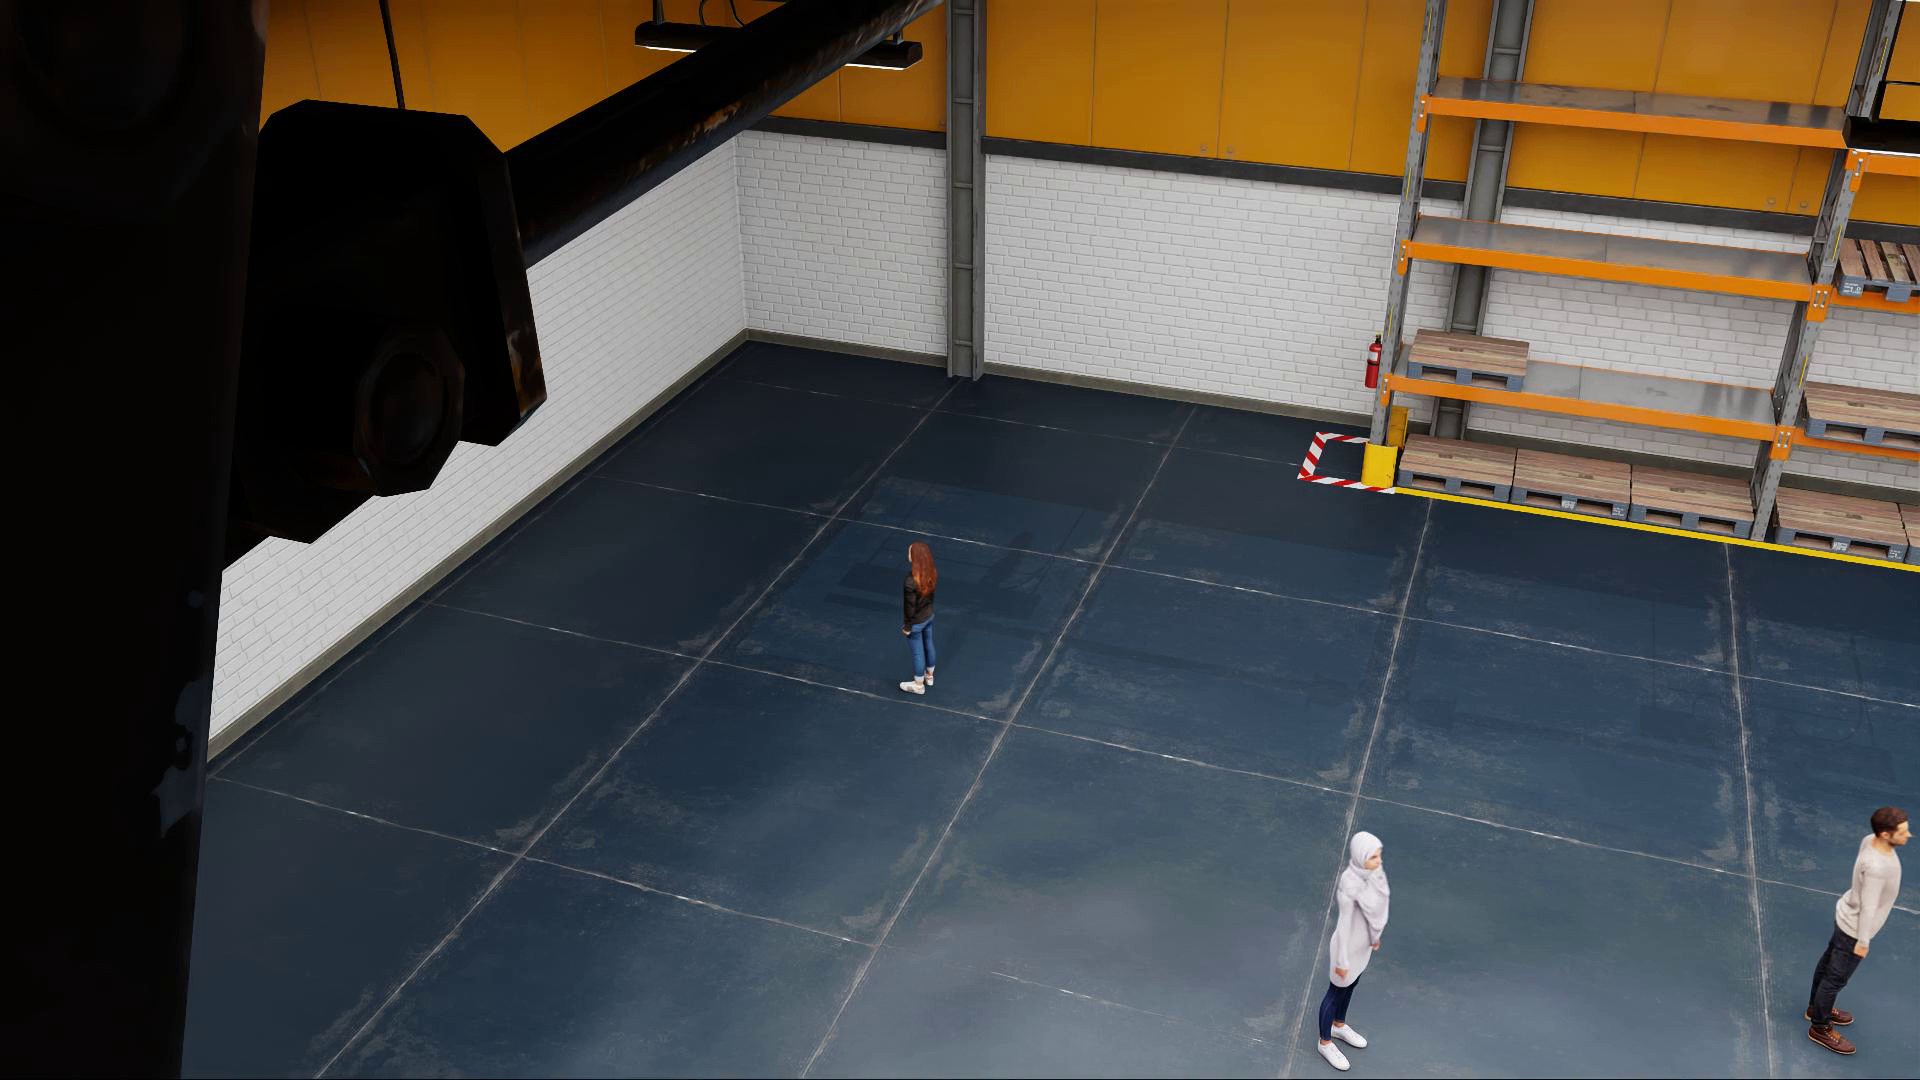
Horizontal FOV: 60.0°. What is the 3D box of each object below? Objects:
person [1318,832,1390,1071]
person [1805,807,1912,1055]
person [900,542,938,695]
[{"bbox_3d":[2.537,2.622,10.768,0.655,1.775,0.679,23,36,36],"label":"person"},{"bbox_3d":[5.865,2.504,10.887,0.589,1.868,0.669,13,31,22],"label":"person"},{"bbox_3d":[-0.352,0.670,14.650,0.574,1.483,0.606,17,33,28],"label":"person"}]
